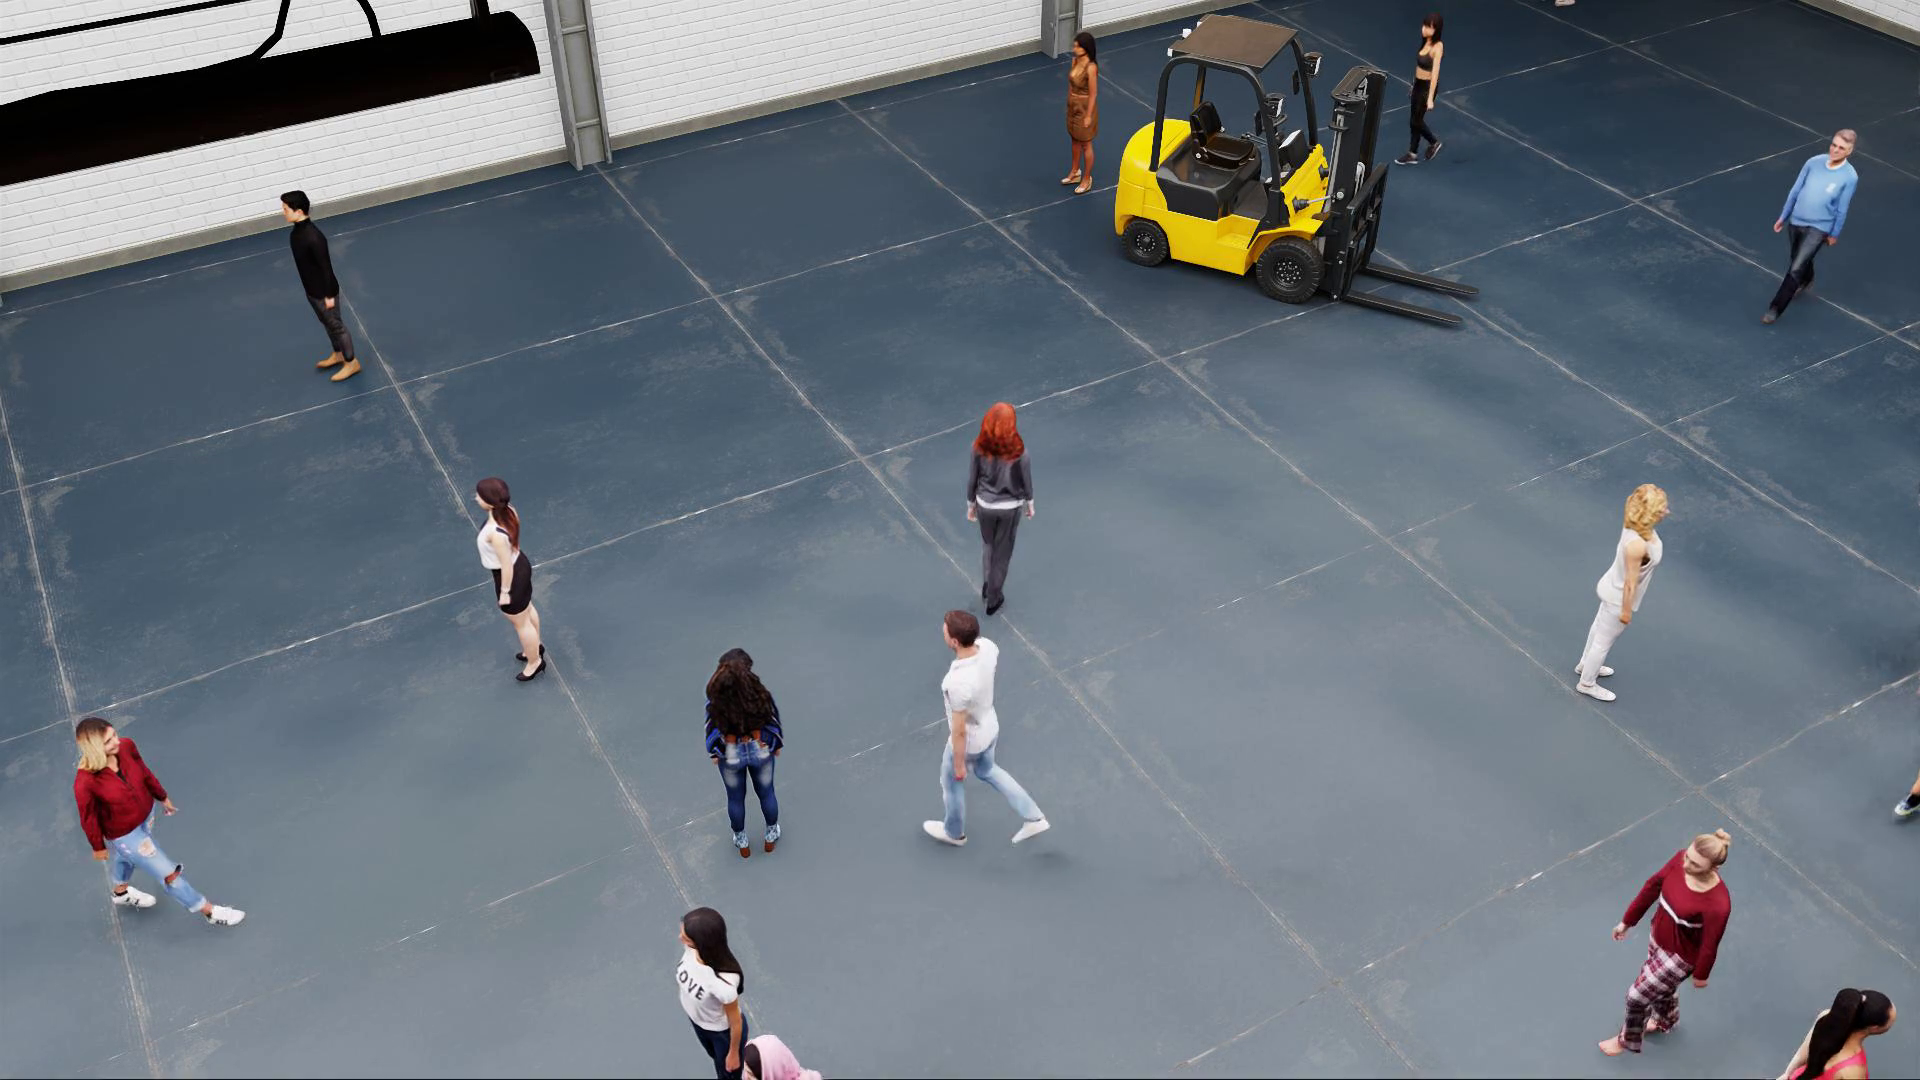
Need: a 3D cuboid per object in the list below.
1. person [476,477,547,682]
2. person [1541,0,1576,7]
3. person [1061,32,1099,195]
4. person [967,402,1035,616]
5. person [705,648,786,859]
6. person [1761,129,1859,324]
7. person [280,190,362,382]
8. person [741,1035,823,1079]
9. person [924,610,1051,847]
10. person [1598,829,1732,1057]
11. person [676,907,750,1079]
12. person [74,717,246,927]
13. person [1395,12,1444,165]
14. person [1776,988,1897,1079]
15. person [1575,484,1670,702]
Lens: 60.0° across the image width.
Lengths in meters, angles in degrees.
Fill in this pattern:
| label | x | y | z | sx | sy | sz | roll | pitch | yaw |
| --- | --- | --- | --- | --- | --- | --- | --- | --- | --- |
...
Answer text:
| label | x | y | z | sx | sy | sz | roll | pitch | yaw |
| --- | --- | --- | --- | --- | --- | --- | --- | --- | --- |
| person | -2.999 | 0.255 | 11.126 | 0.615 | 1.649 | 0.617 | -5 | 39 | -7 |
| person | 7.677 | -7.693 | 20.919 | 0.525 | 1.847 | 0.650 | -21 | 43 | -24 |
| person | 1.241 | -4.338 | 16.849 | 0.512 | 1.684 | 0.567 | -17 | 42 | -20 |
| person | 0.246 | -0.156 | 11.550 | 0.697 | 1.762 | 0.747 | 12 | 40 | 15 |
| person | -1.274 | 1.264 | 9.888 | 0.598 | 1.617 | 0.738 | -7 | 39 | -8 |
| person | 7.678 | -2.866 | 14.927 | 1.162 | 1.783 | 0.699 | -23 | 44 | -26 |
| person | -5.431 | -2.171 | 14.105 | 0.568 | 1.722 | 0.679 | -26 | 45 | -29 |
| person | -0.779 | 2.823 | 7.935 | 0.778 | 1.618 | 0.822 | 22 | 44 | 25 |
| person | 0.158 | 1.187 | 9.817 | 1.076 | 1.827 | 1.087 | 14 | 41 | 16 |
| person | 3.852 | 2.112 | 8.772 | 0.854 | 1.685 | 0.766 | -3 | 39 | -4 |
| person | -1.199 | 2.415 | 8.320 | 0.544 | 1.775 | 0.606 | -24 | 45 | -27 |
| person | -4.784 | 1.620 | 9.471 | 1.170 | 1.581 | 1.040 | 5 | 39 | 6 |
| person | 4.908 | -4.686 | 17.321 | 0.787 | 1.638 | 0.684 | -8 | 39 | -10 |
| person | 3.968 | 2.745 | 7.987 | 1.211 | 1.675 | 1.056 | 5 | 39 | 7 |
| person | 4.375 | 0.324 | 11.022 | 0.740 | 1.671 | 0.680 | 10 | 40 | 12 |
